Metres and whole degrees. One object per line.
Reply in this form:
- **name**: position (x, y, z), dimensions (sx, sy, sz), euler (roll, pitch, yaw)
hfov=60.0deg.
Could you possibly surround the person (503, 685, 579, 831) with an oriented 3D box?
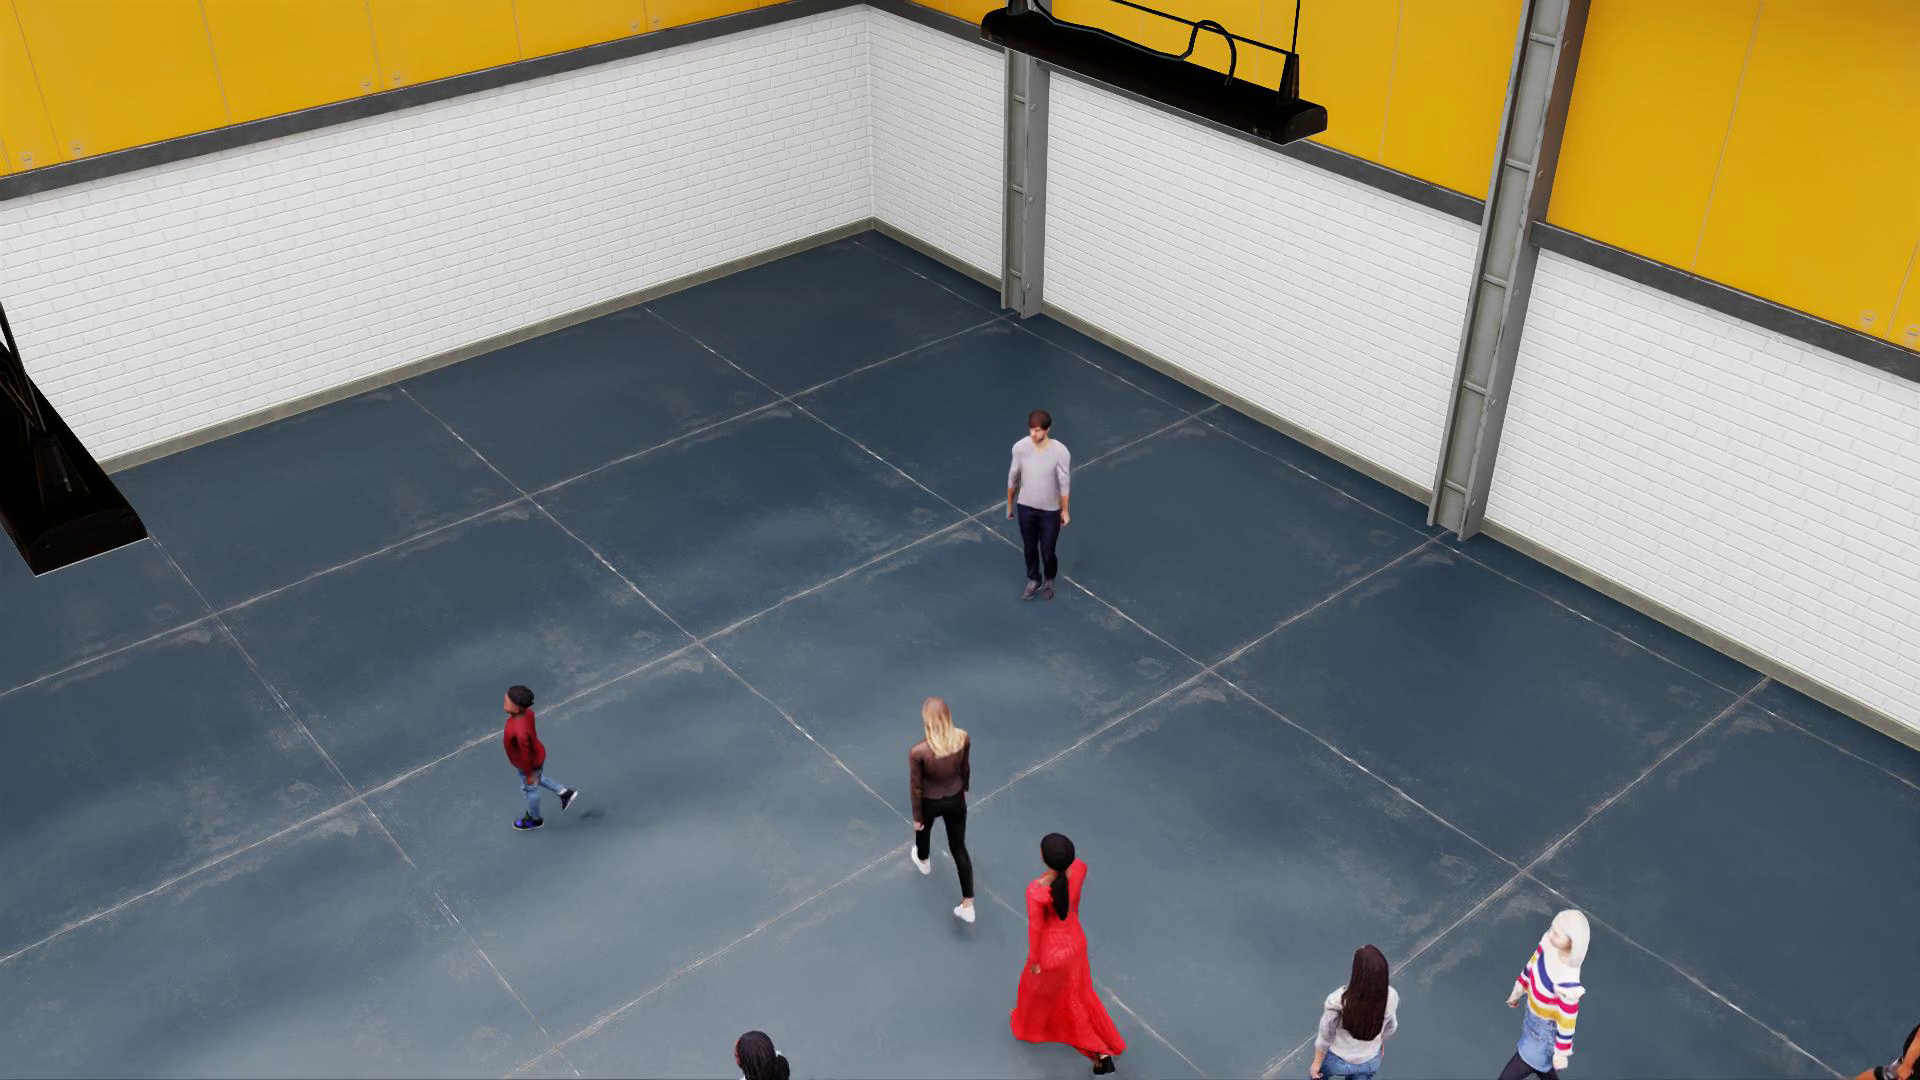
- **person**: position (-2.988, 1.537, 11.763), dimensions (0.747, 1.245, 0.729), euler (-5, 34, -7)

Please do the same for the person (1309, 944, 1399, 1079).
- **person**: position (2.213, 2.953, 9.297), dimensions (0.729, 1.618, 0.735), euler (-5, 34, -8)

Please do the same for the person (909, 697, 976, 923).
- **person**: position (-0.082, 1.793, 10.998), dimensions (0.847, 1.666, 1.191), euler (-13, 36, -19)

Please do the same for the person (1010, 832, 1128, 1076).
- **person**: position (0.641, 2.482, 9.877), dimensions (0.619, 1.760, 1.054), euler (-23, 40, -31)

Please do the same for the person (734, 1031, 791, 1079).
- **person**: position (-0.951, 3.241, 8.796), dimensions (1.082, 1.692, 0.908), euler (12, 35, 17)

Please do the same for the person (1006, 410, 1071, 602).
- **person**: position (0.709, -0.322, 14.031), dimensions (0.737, 1.831, 0.856), euler (14, 36, 19)

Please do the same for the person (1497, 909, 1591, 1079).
- **person**: position (3.394, 2.779, 9.416), dimensions (1.130, 1.776, 1.061), euler (3, 34, 5)
